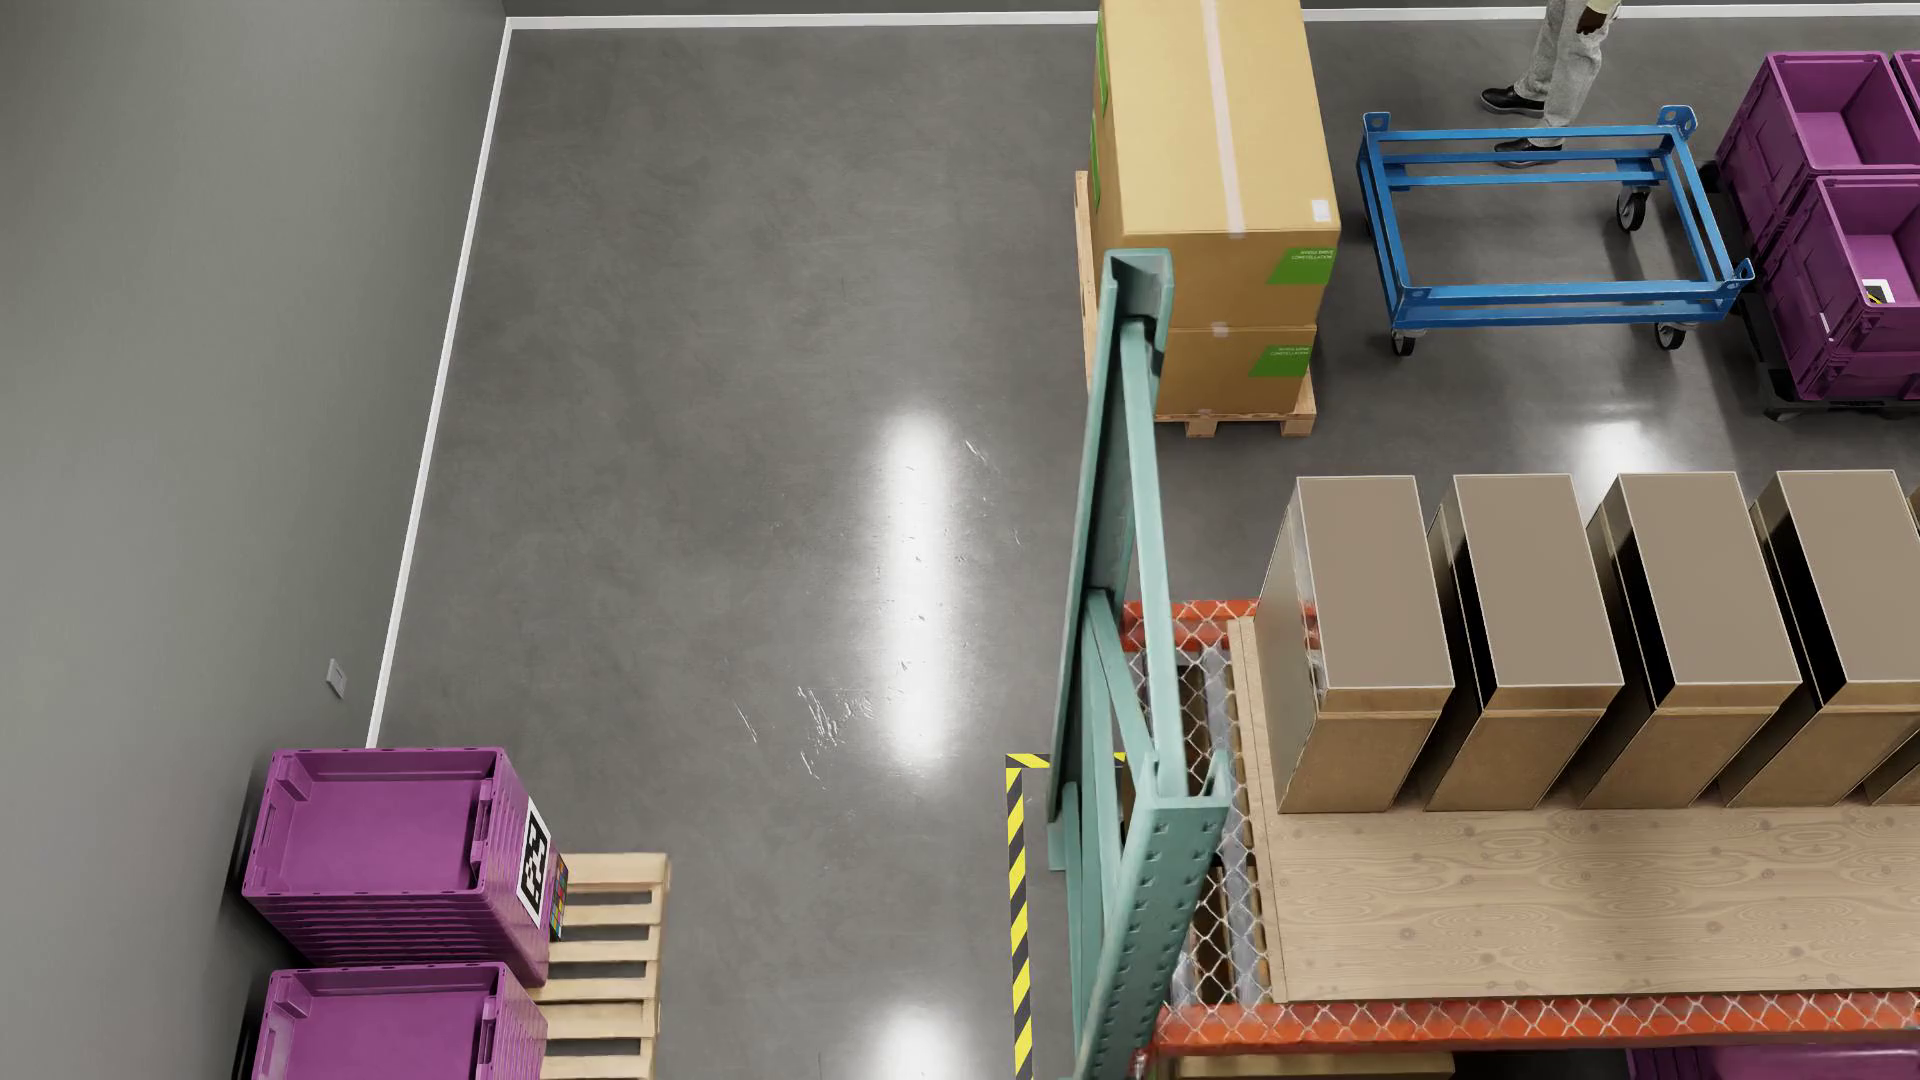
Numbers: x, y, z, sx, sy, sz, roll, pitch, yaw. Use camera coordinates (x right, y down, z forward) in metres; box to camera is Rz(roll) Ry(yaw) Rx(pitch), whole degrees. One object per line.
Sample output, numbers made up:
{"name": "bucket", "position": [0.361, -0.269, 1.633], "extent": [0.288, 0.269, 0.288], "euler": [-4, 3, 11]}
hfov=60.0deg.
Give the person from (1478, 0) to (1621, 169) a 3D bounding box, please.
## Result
{"name": "person", "position": [2.320, -2.156, 6.084], "extent": [0.404, 1.833, 0.590], "euler": [1, 58, 1]}
